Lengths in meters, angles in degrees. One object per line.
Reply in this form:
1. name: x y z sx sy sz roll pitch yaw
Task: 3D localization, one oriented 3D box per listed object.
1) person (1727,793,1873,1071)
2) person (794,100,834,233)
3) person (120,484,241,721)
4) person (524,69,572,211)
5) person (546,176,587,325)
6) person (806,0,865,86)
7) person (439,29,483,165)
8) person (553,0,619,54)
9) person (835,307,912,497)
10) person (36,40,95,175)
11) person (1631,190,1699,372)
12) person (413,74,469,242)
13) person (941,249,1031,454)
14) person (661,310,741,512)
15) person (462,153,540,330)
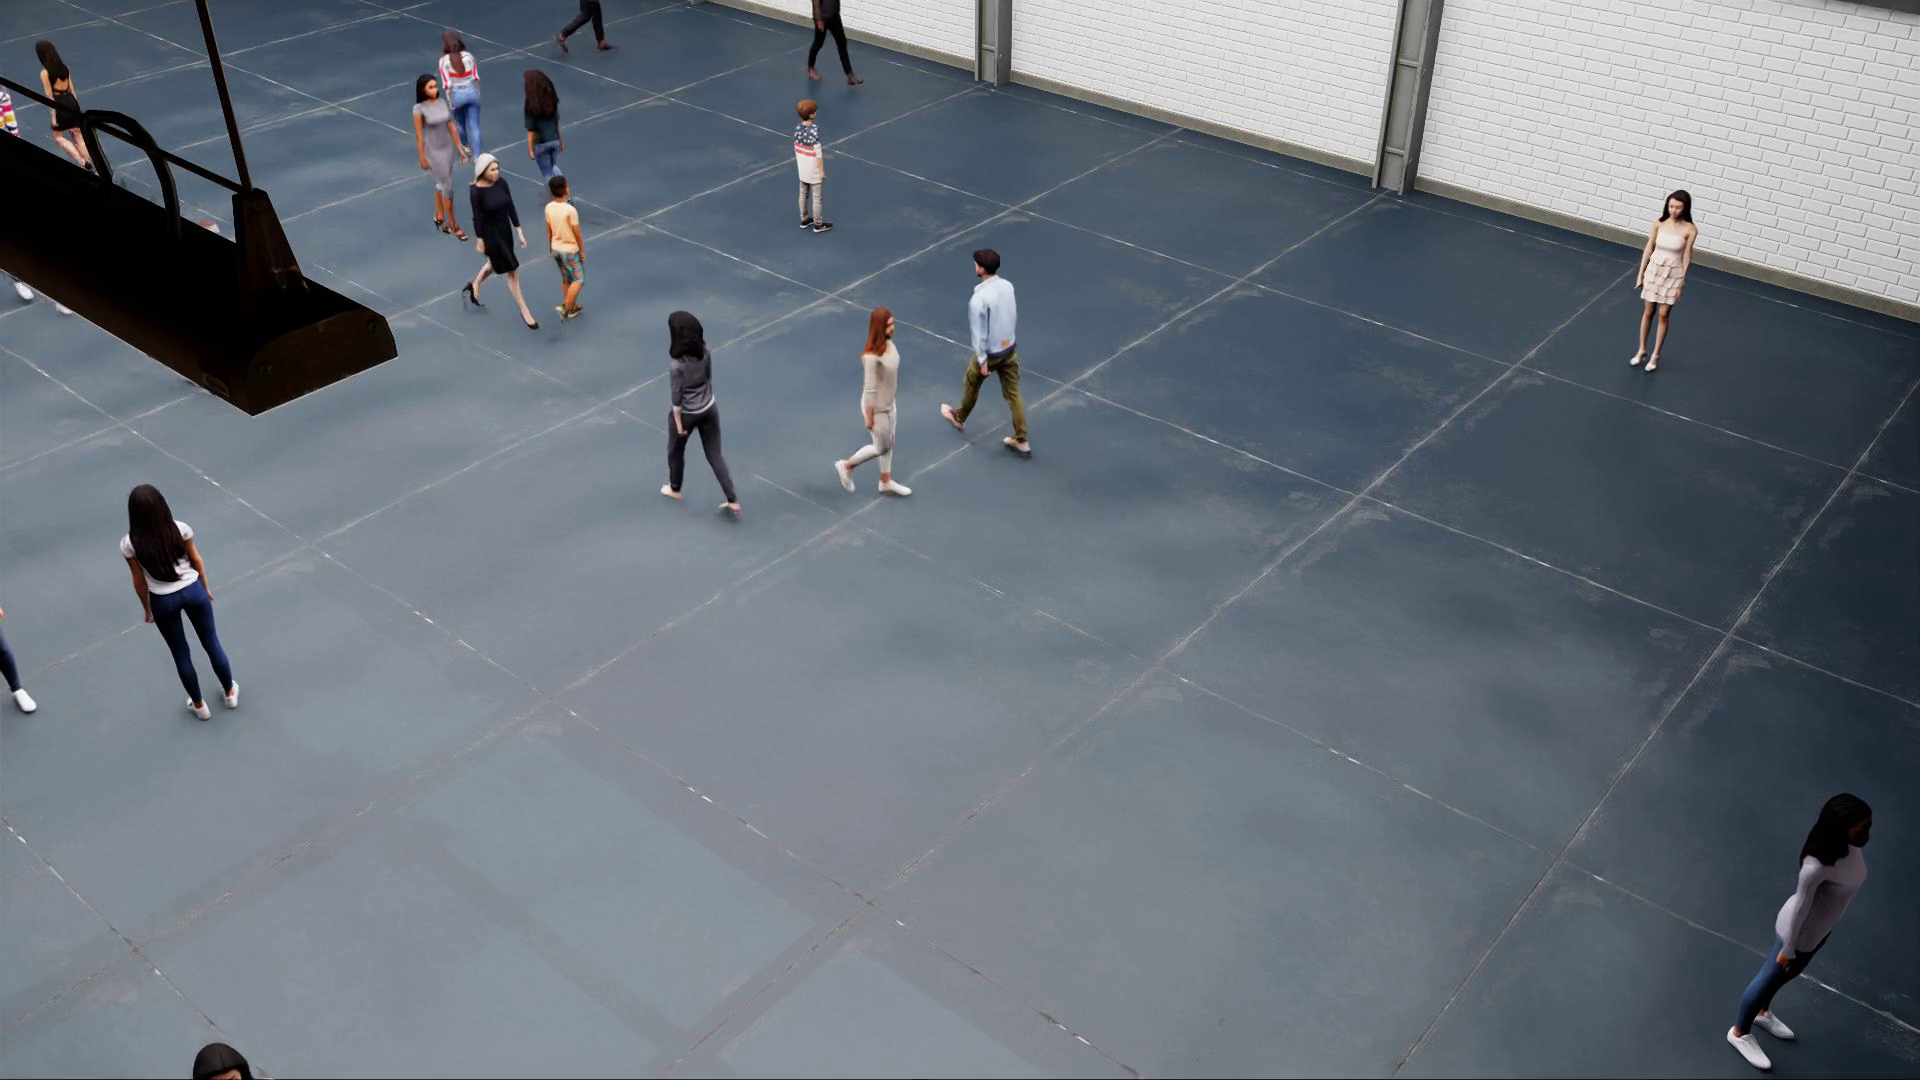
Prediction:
1. person: 4.359 1.990 8.610 0.642 1.734 0.571 -26 41 -33
2. person: -1.621 -4.054 17.971 0.419 1.438 0.579 27 42 34
3. person: -5.143 0.410 10.952 0.646 1.774 0.609 -20 39 -28
4. person: -4.495 -4.345 18.257 0.615 1.605 0.583 25 41 32
5. person: -3.819 -2.764 16.024 0.792 1.444 0.772 12 35 17
6. person: -1.815 -6.893 21.930 1.171 1.782 0.726 25 41 32
7. person: -5.788 -5.133 19.473 0.907 1.572 1.101 -12 35 -17
8. person: -5.273 -7.603 22.985 1.125 1.798 1.161 -9 35 -13
9. person: -0.721 -1.085 13.277 0.952 1.690 0.814 7 34 11
10. person: -10.160 -4.870 19.020 0.698 1.635 0.680 11 35 16
11. person: 6.426 -2.375 15.175 0.444 1.736 0.627 24 40 31
12. person: -5.623 -4.108 17.760 0.836 1.761 0.632 20 38 27
13. person: 0.358 -1.525 13.881 0.760 1.754 1.196 -28 42 -35
14. person: -2.019 -0.971 13.071 0.654 1.728 1.046 -29 43 -36
15. person: -4.493 -2.885 15.972 1.184 1.704 0.652 20 39 28
